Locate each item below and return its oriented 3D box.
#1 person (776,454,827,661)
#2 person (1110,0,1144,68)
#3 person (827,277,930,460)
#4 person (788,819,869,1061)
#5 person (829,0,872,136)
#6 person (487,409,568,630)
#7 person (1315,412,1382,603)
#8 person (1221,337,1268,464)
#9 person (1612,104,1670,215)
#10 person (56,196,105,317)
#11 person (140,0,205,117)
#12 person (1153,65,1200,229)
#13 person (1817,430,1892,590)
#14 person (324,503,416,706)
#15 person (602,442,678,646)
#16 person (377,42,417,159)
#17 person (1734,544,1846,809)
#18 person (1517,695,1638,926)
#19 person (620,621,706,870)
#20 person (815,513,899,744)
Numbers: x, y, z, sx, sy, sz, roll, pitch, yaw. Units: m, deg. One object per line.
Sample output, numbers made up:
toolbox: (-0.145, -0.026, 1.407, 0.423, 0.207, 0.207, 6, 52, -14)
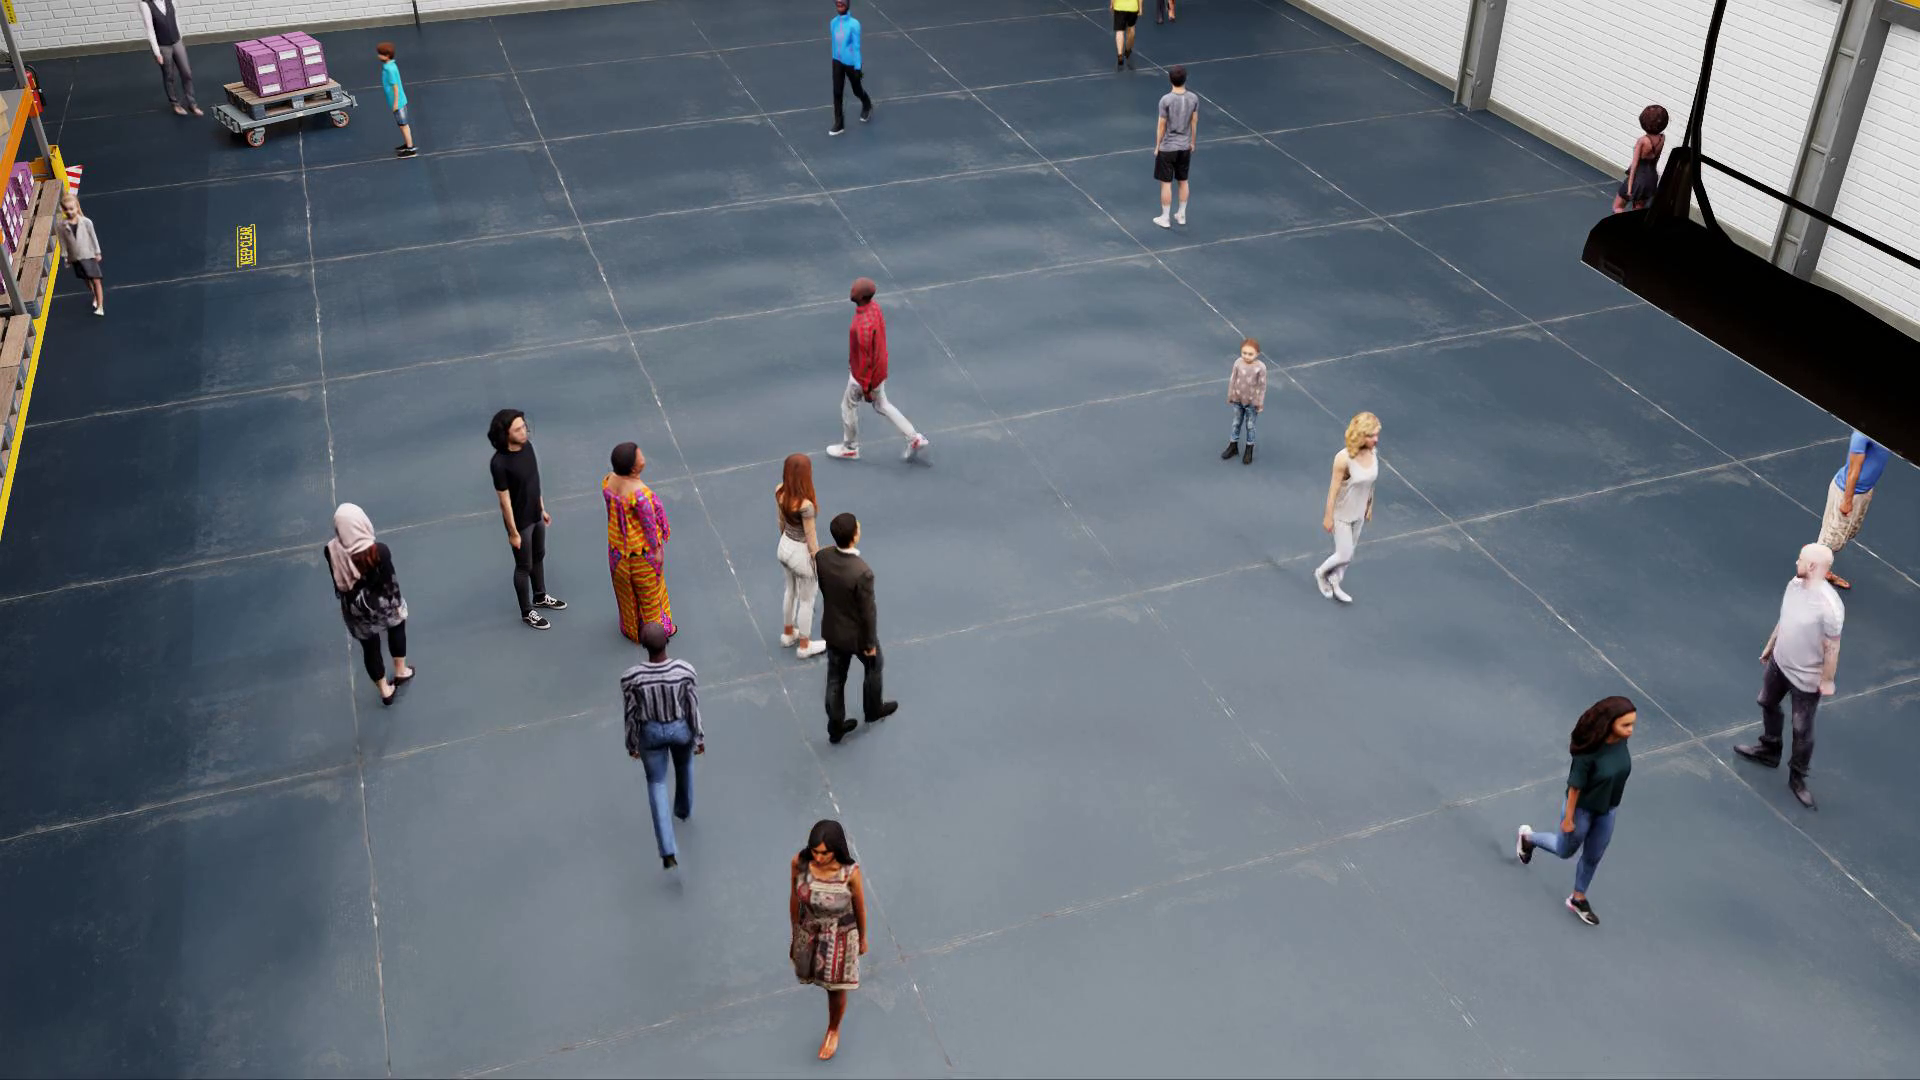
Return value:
person: (-1.196, 0.124, 12.229, 0.714, 1.716, 0.570, -26, 41, -33)
person: (2.405, -7.696, 24.031, 0.902, 1.674, 1.167, 2, 34, 3)
person: (-0.713, -1.468, 14.552, 1.165, 1.796, 1.209, 9, 35, 13)
person: (-0.705, 2.123, 9.303, 0.916, 1.626, 1.011, 9, 35, 14)
person: (-1.426, -6.250, 21.772, 1.113, 1.767, 1.154, 15, 36, 21)
person: (-3.310, -0.195, 12.601, 0.772, 1.836, 0.683, 10, 35, 15)
person: (2.950, -0.274, 12.878, 0.692, 1.659, 0.694, -22, 40, -30)
person: (2.553, -1.263, 14.787, 0.550, 1.194, 0.621, 17, 37, 24)
person: (7.465, -3.844, 18.143, 0.573, 1.778, 0.679, -10, 35, -14)
person: (-9.139, -2.980, 17.325, 0.587, 1.245, 0.870, -7, 34, -10)
person: (-10.598, -6.615, 22.194, 1.011, 1.909, 0.898, 21, 39, 28)
person: (2.471, -4.507, 19.055, 0.648, 1.872, 0.546, -10, 35, -15)
person: (6.921, -0.400, 12.885, 0.719, 1.862, 0.697, -27, 42, -34)
person: (-4.190, 0.500, 11.747, 0.724, 1.624, 0.762, -2, 34, -4)
person: (-2.419, -0.015, 12.470, 0.736, 1.681, 0.823, 27, 42, 35)
person: (-7.130, -5.586, 21.060, 0.582, 1.449, 0.407, -10, 35, -15)
person: (5.628, 0.881, 11.004, 0.988, 1.811, 0.623, -11, 35, -16)
person: (3.778, 1.576, 10.145, 0.648, 1.604, 0.942, -16, 37, -22)
person: (-1.835, 1.298, 10.414, 0.734, 1.770, 1.049, -8, 34, -11)
person: (-0.822, 0.650, 11.375, 0.940, 1.785, 0.988, 22, 39, 29)
